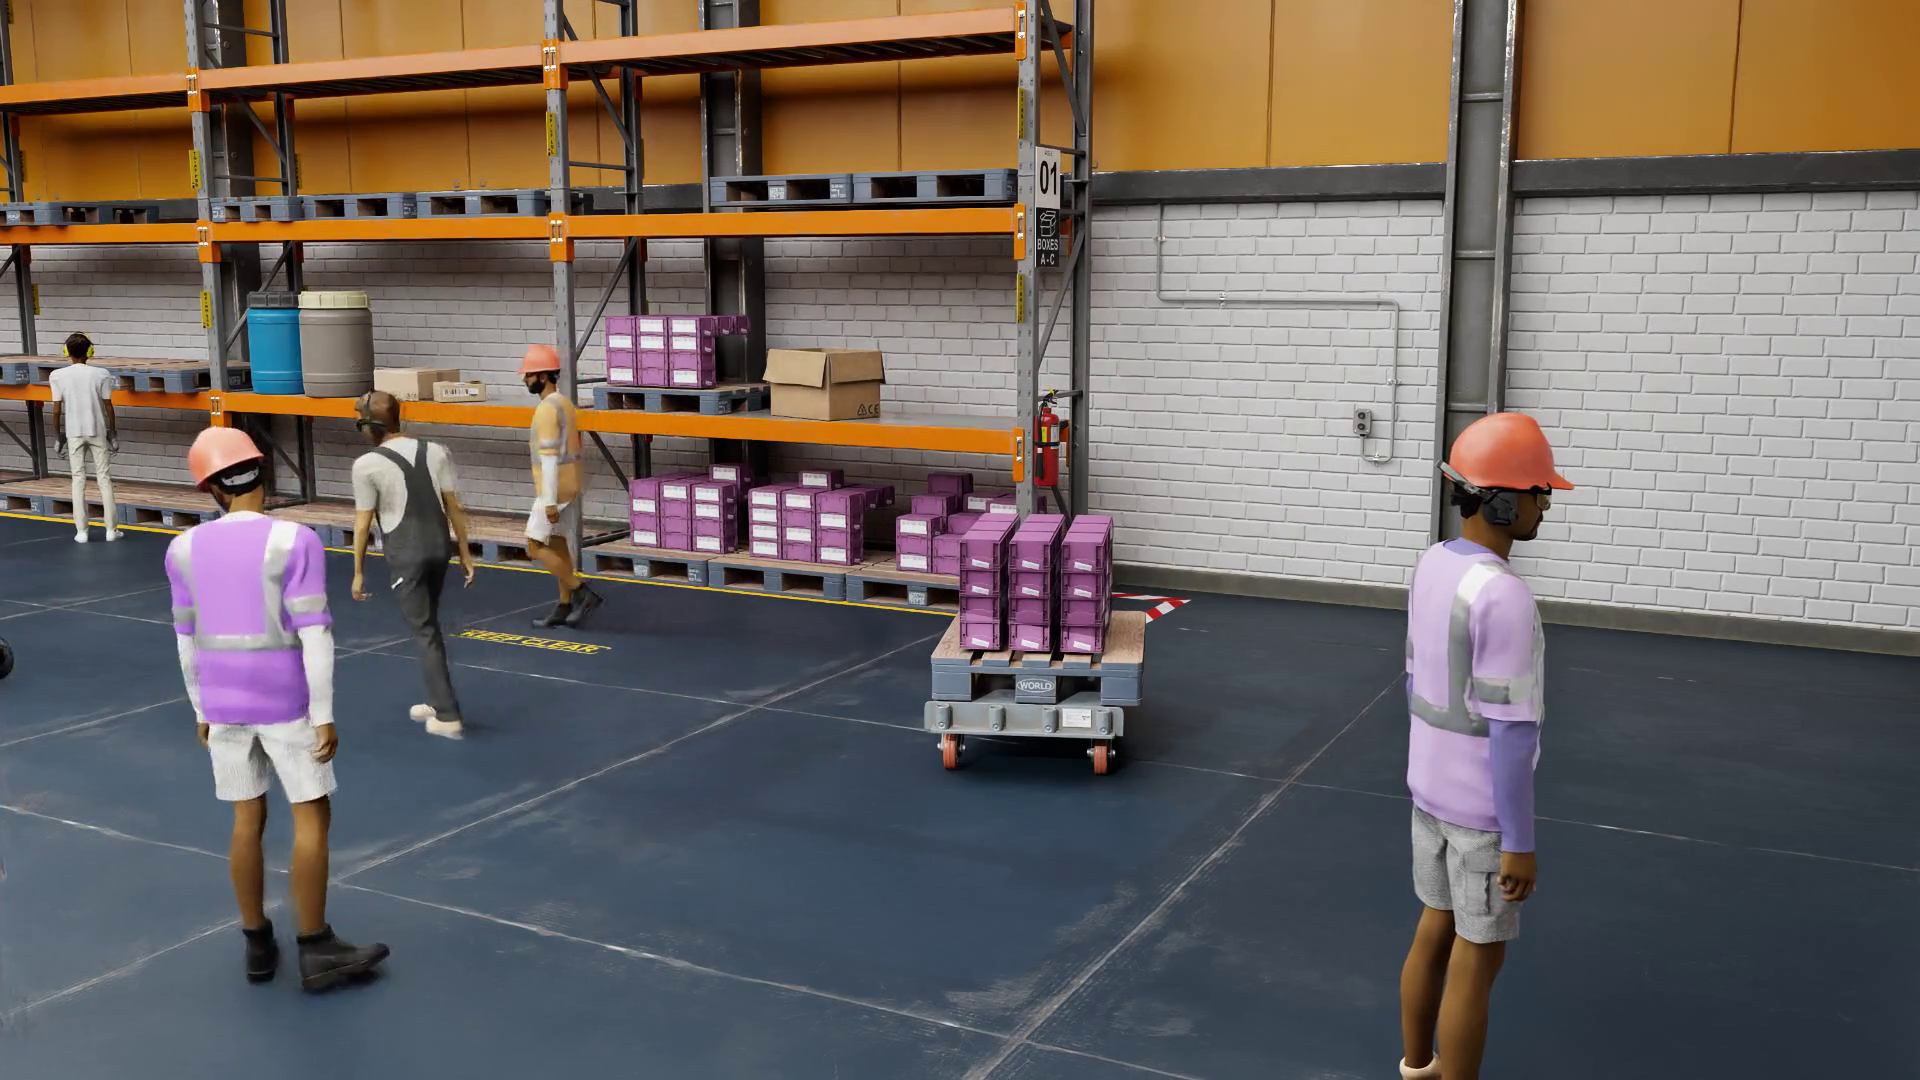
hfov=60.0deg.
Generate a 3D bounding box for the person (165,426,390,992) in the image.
[{"bbox_3d":[-2.340,0.563,5.653,0.679,1.886,0.495,1,9,8],"label":"person"}]

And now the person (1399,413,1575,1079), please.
[{"bbox_3d":[1.395,0.681,4.444,0.373,2.043,0.614,-1,9,-6],"label":"person"}]

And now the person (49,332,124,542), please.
[{"bbox_3d":[-7.771,-0.910,14.785,0.520,1.873,0.333,-4,10,-22],"label":"person"}]

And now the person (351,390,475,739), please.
[{"bbox_3d":[-2.828,0.130,8.596,0.628,1.794,0.542,7,12,38],"label":"person"}]

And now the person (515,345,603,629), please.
[{"bbox_3d":[-2.691,-0.334,11.062,0.463,1.921,0.554,1,9,3],"label":"person"}]
